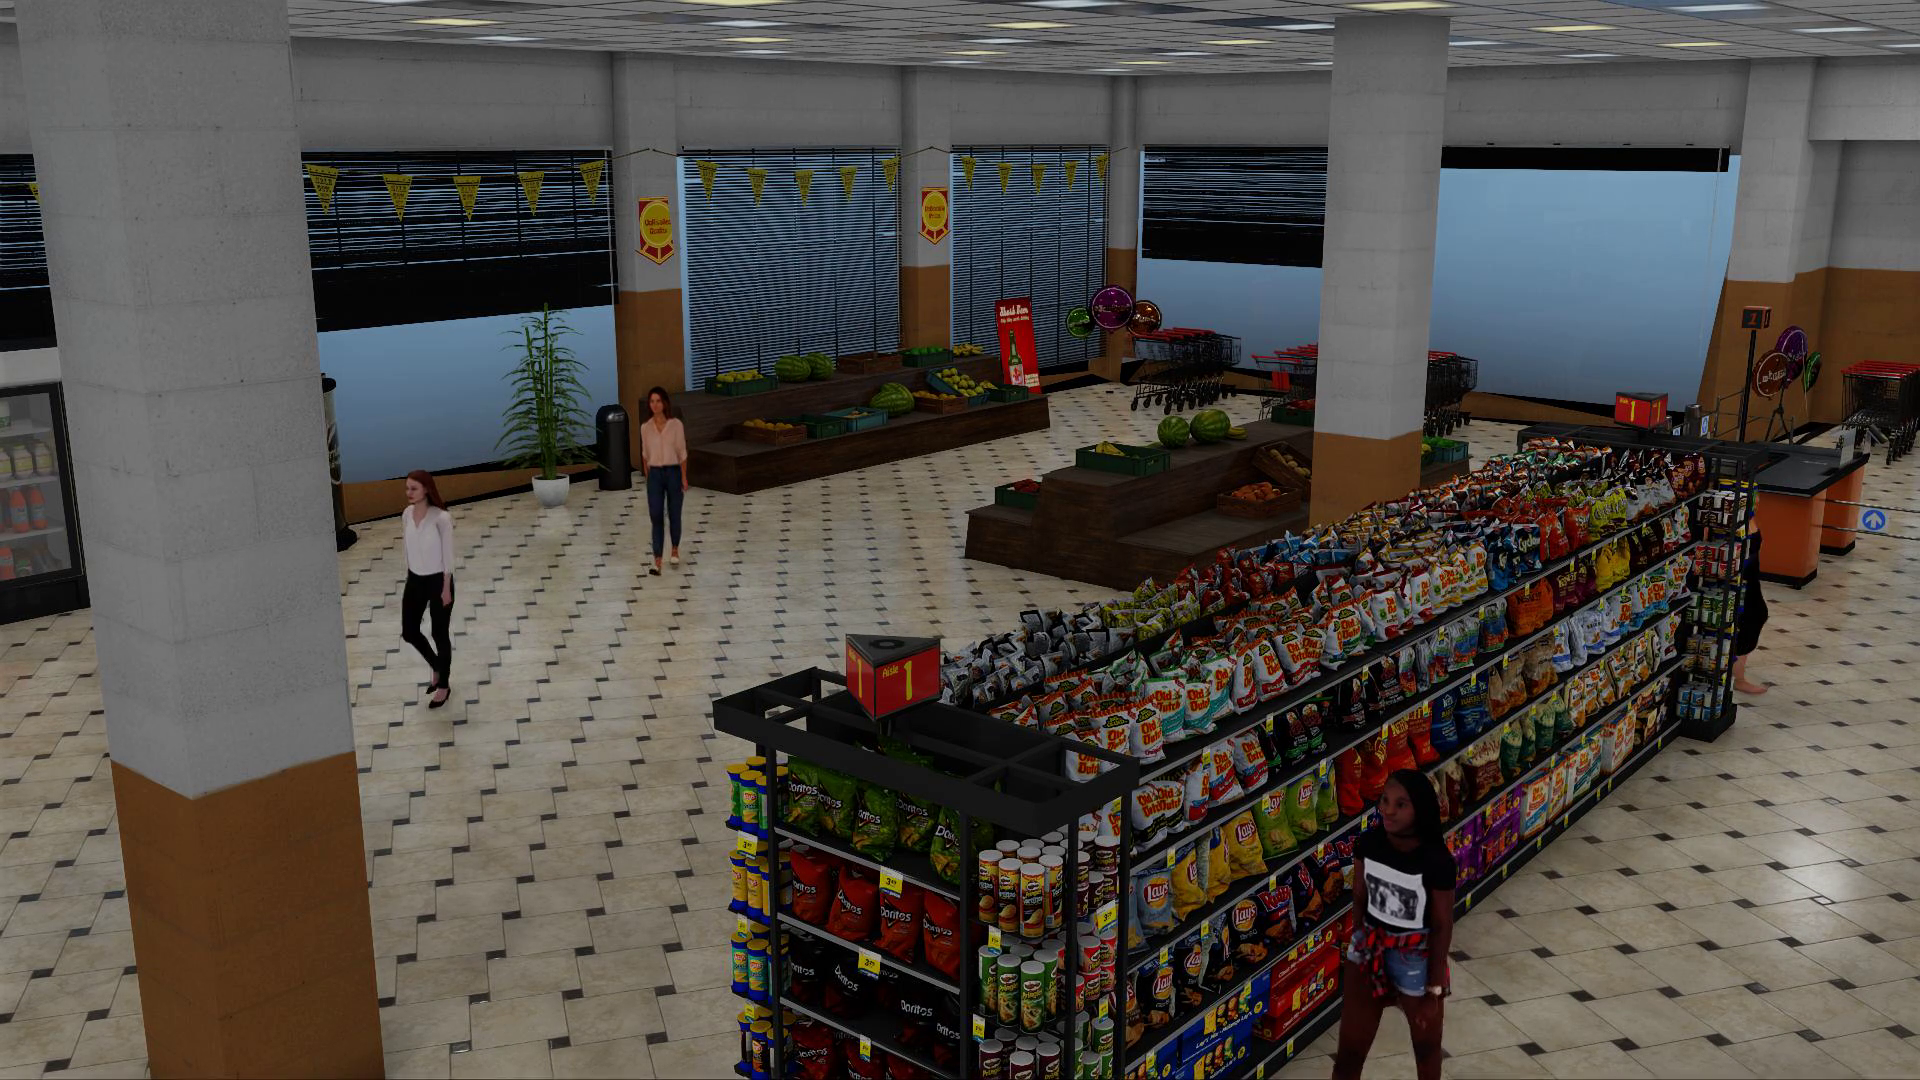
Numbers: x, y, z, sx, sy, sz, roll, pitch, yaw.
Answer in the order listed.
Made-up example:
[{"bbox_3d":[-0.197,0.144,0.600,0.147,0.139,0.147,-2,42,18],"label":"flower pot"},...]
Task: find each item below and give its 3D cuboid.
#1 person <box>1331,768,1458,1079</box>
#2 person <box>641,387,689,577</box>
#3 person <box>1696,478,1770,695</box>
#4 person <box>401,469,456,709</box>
[{"bbox_3d":[1.767,1.707,6.541,0.607,1.670,1.167,11,18,39],"label":"person"},{"bbox_3d":[-2.756,-0.558,15.733,1.065,1.739,1.176,0,14,0],"label":"person"},{"bbox_3d":[5.707,0.325,12.370,0.705,1.608,0.854,9,16,32],"label":"person"},{"bbox_3d":[-3.764,0.339,12.014,0.703,1.749,0.729,5,14,19],"label":"person"}]
